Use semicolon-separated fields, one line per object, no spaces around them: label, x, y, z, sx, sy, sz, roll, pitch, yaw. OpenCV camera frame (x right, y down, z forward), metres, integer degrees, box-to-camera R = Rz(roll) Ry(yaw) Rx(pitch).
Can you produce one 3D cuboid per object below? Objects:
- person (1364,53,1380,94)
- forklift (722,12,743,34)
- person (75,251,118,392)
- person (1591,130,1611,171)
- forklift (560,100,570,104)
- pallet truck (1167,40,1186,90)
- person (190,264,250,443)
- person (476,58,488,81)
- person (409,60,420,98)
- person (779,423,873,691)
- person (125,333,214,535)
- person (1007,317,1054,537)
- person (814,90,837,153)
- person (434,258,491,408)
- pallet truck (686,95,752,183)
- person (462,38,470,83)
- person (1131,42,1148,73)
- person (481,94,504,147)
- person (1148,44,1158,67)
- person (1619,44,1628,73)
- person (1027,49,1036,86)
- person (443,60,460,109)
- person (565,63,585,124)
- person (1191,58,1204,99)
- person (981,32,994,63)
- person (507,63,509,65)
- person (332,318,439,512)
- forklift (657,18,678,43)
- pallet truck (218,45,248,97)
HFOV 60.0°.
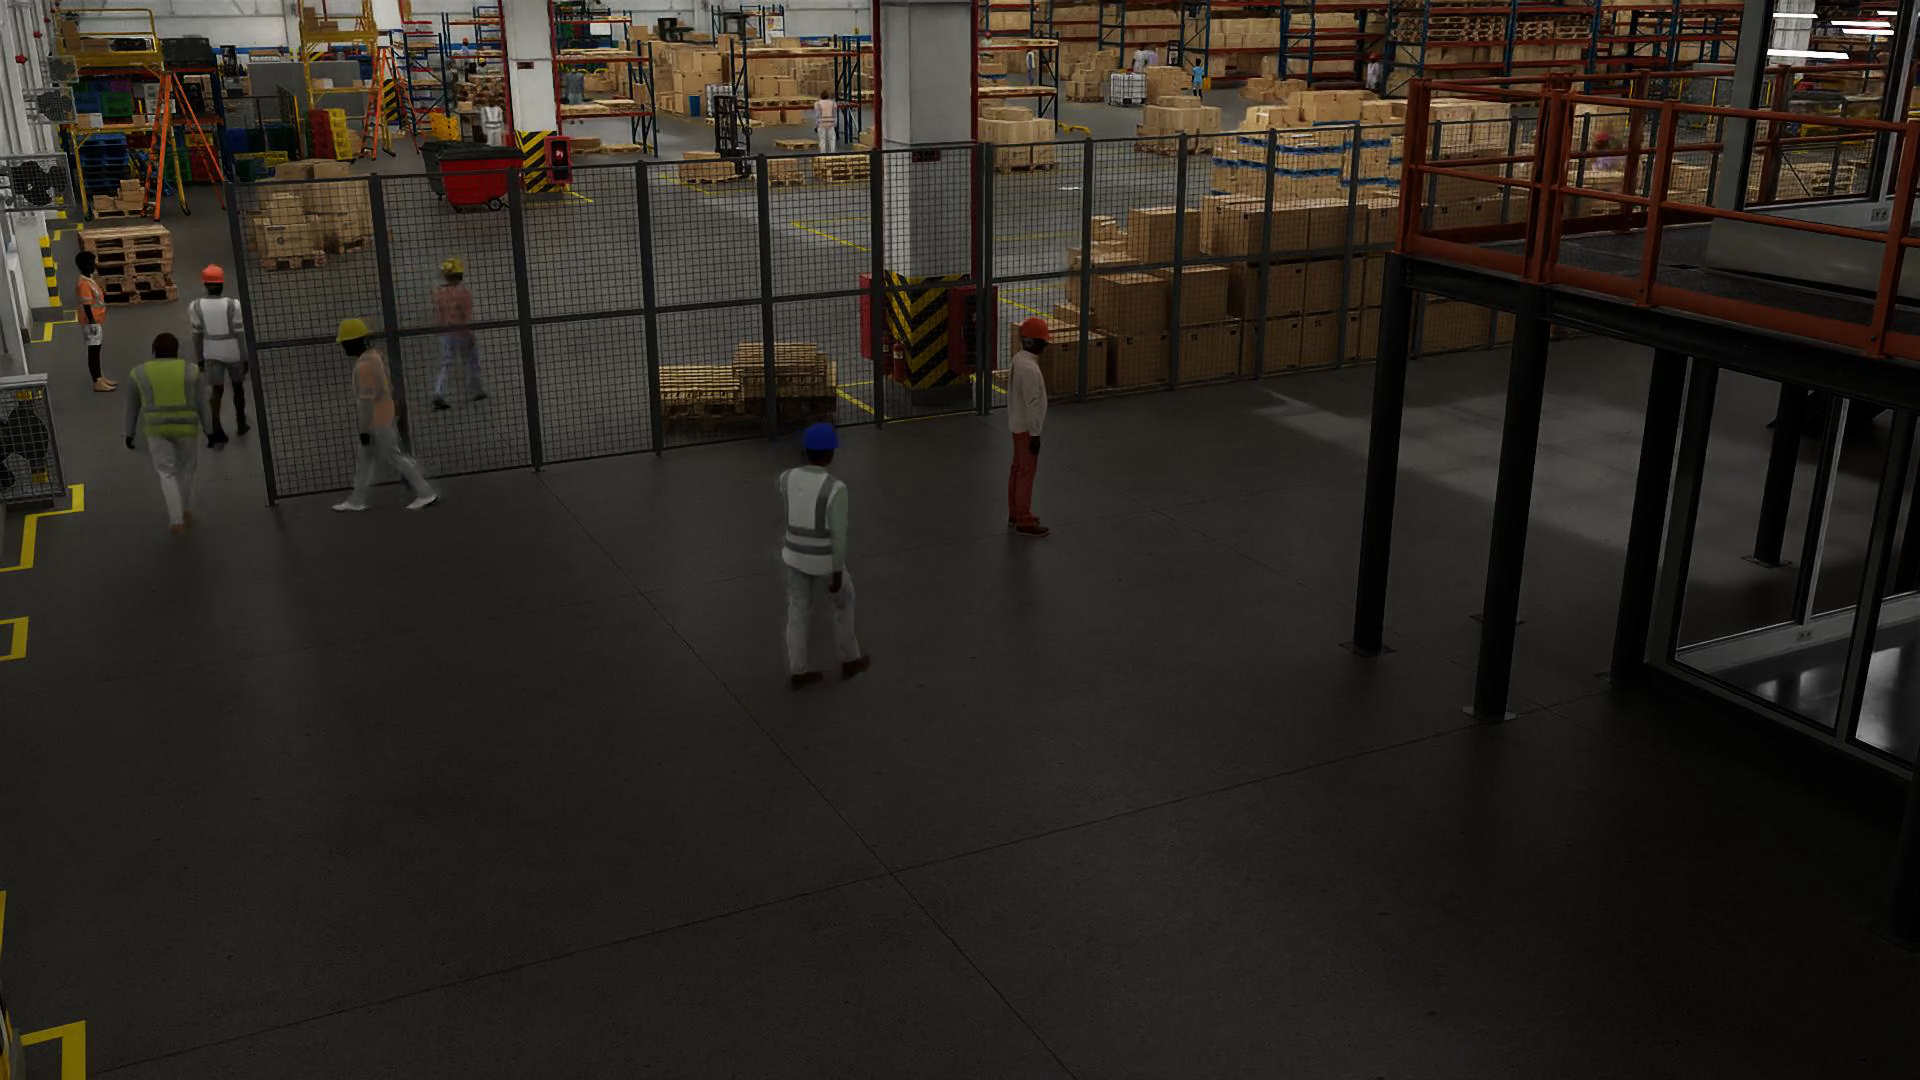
person;15.091;-16.884;61.055;0.456;1.920;0.574;-13;23;-34
forklift;-11.002;-24.186;80.781;1.129;2.768;1.873;-9;21;-25
person;-10.487;-2.643;20.122;0.321;1.694;0.529;-7;20;-19
person;11.944;-6.661;31.257;0.421;2.027;0.625;3;19;9
forklift;-15.608;-17.638;61.798;1.873;2.768;1.129;-9;21;-25
pallet truck;9.045;-19.971;69.895;0.823;1.965;1.885;-3;19;-8
person;-7.975;-2.003;17.947;0.548;1.914;0.841;-3;19;-10
person;-17.564;-16.868;61.286;0.294;1.744;0.487;14;24;36
person;-20.226;-16.885;61.491;0.523;1.638;0.310;-6;20;-17
person;-0.965;0.093;11.845;0.621;1.914;0.812;12;22;31
person;-7.227;-0.992;15.194;0.721;1.784;0.860;-10;21;-27
person;0.627;-1.023;14.985;0.399;1.985;0.622;-4;19;-10
person;-3.551;-10.940;43.953;0.624;1.844;0.430;-6;20;-17
person;-5.898;-2.413;19.402;0.530;1.732;0.873;7;20;19
pallet truck;-5.836;-9.608;39.856;0.823;1.965;1.885;10;22;27
person;-21.806;-21.198;73.544;0.373;1.935;0.568;-3;19;-7
person;7.517;-19.888;69.771;0.672;1.922;0.708;2;19;5
person;-11.919;-10.419;42.428;0.608;1.848;0.683;-11;22;-30
person;7.956;-19.568;68.923;1.055;1.888;0.619;15;24;37
person;30.262;-21.702;75.493;0.527;1.597;0.775;-11;22;-30
person;2.906;-19.399;68.361;0.394;1.916;0.590;3;19;8
person;-17.941;-15.999;58.671;0.841;1.820;0.531;6;20;18
person;-12.563;-14.564;54.310;0.632;1.940;0.372;-3;19;-8
person;8.808;-16.995;61.723;0.535;1.697;0.318;-10;21;-26
person;1.280;-23.438;80.006;0.621;1.959;0.838;-14;23;-35
person;-16.241;-16.852;60.976;0.636;1.925;0.426;-17;25;-40
person;-5.445;-1.164;15.586;0.966;1.877;0.598;-6;20;-16
forklift;-12.647;-21.207;72.145;1.873;2.768;1.129;11;22;29
pallet truck;-28.879;-18.665;66.111;0.823;1.965;1.885;-3;19;-9
